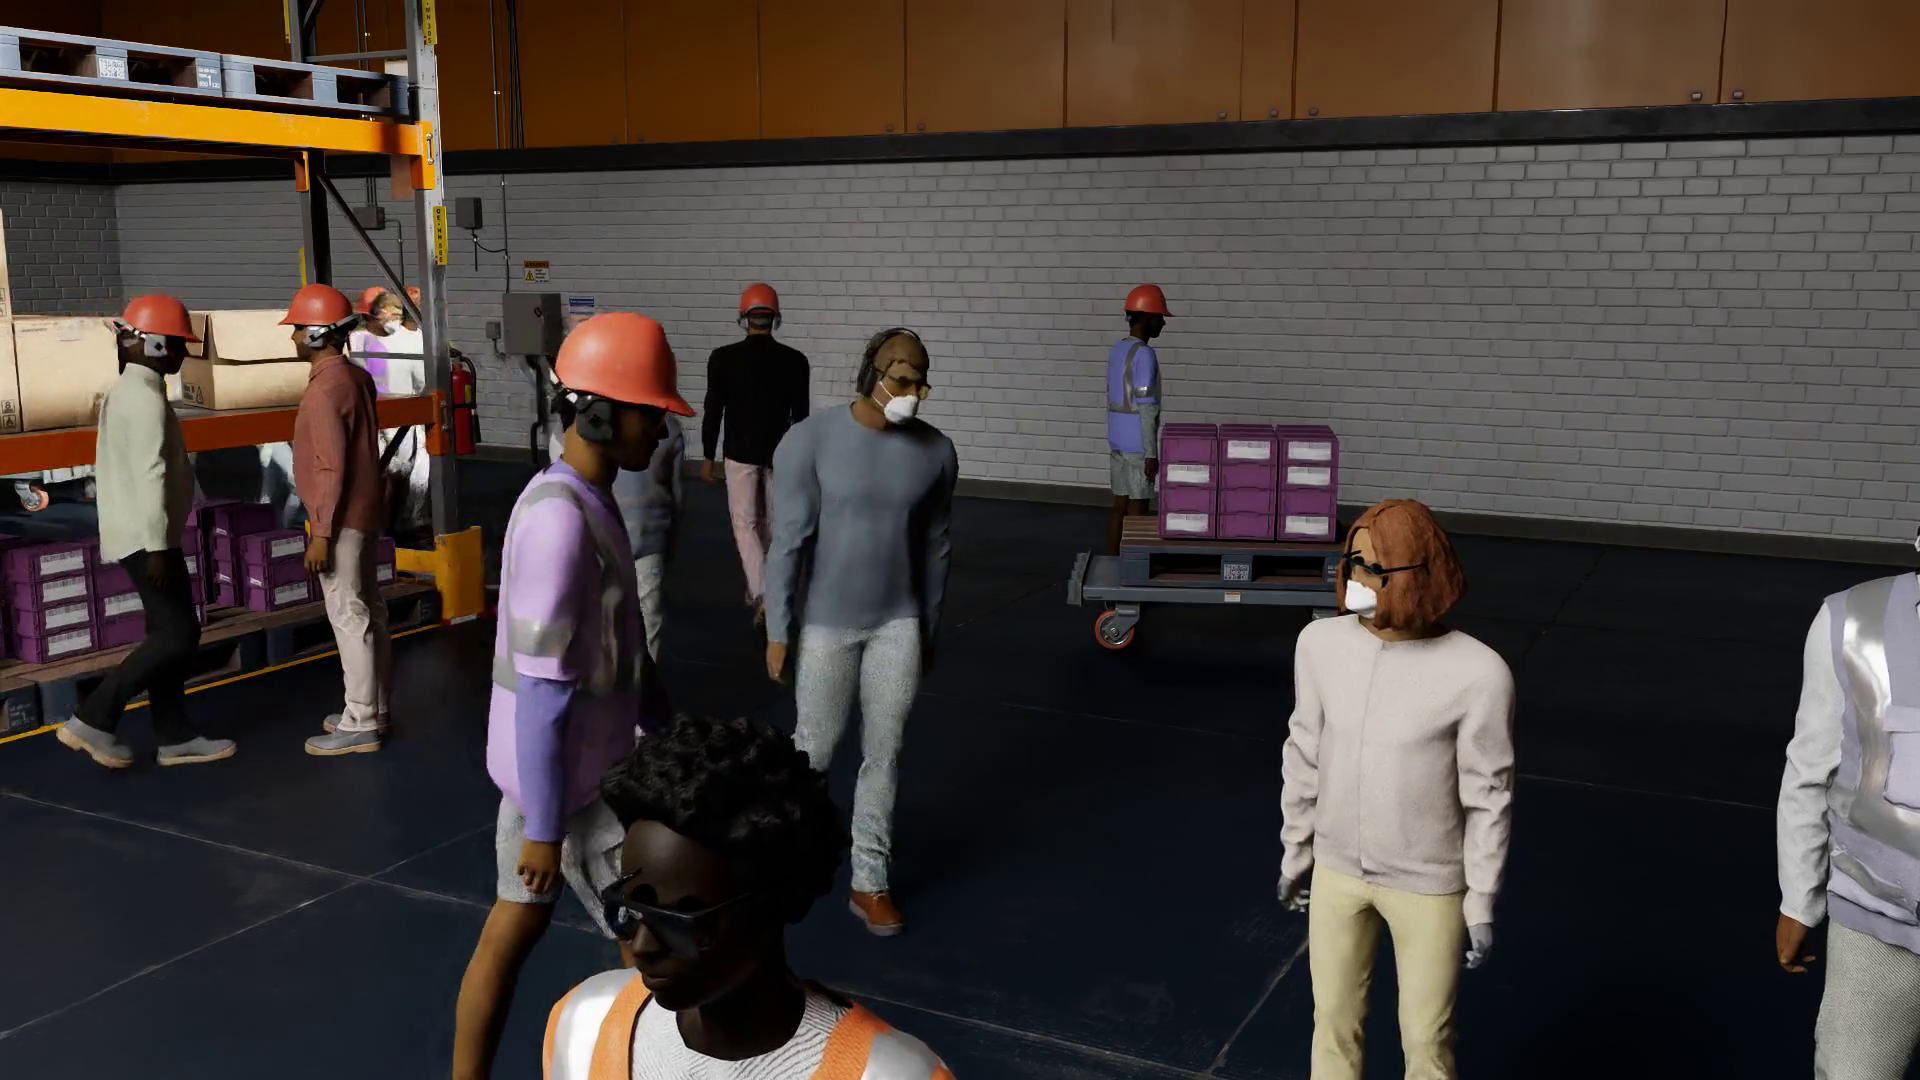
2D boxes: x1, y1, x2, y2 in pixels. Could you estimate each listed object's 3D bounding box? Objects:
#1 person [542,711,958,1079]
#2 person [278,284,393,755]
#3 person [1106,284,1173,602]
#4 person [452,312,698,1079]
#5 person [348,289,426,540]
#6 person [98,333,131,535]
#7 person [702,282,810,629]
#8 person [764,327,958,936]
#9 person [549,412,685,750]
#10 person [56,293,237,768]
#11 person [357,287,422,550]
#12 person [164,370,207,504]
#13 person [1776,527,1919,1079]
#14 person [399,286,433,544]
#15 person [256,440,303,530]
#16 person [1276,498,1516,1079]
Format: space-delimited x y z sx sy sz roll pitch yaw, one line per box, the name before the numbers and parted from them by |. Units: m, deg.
person | -0.217 0.998 1.693 0.542 1.695 0.316 5 11 27
person | -2.652 -0.085 7.096 0.381 1.996 0.608 -1 10 -4
person | 1.097 -0.589 10.192 0.373 1.933 0.549 -3 10 -16
person | -0.756 0.497 3.732 0.997 1.983 0.643 -2 10 -12
person | -3.989 -0.789 11.523 0.623 1.895 0.940 -6 11 -31
person | -4.949 -0.392 9.820 0.533 1.667 0.757 6 11 29
person | -1.147 -0.492 9.554 0.604 1.965 0.957 -4 11 -24
person | -0.357 0.263 5.370 0.691 1.902 0.716 -5 11 -25
person | -1.469 0.024 7.168 0.586 1.772 1.002 -2 10 -14
person | -3.323 -0.006 6.732 0.601 1.964 0.645 -7 12 -34
person | -4.011 -0.805 11.544 0.432 1.893 0.584 -7 12 -37
person | -5.613 -0.802 11.819 0.638 1.810 0.503 2 10 10
person | 1.840 0.689 3.086 0.603 1.830 0.404 5 11 27
person | -4.012 -0.917 12.237 0.343 1.882 0.586 1 10 7
person | -4.634 -0.640 11.396 0.535 1.609 0.514 -3 10 -16
person | 0.894 0.719 3.491 0.501 1.632 0.286 9 13 41
